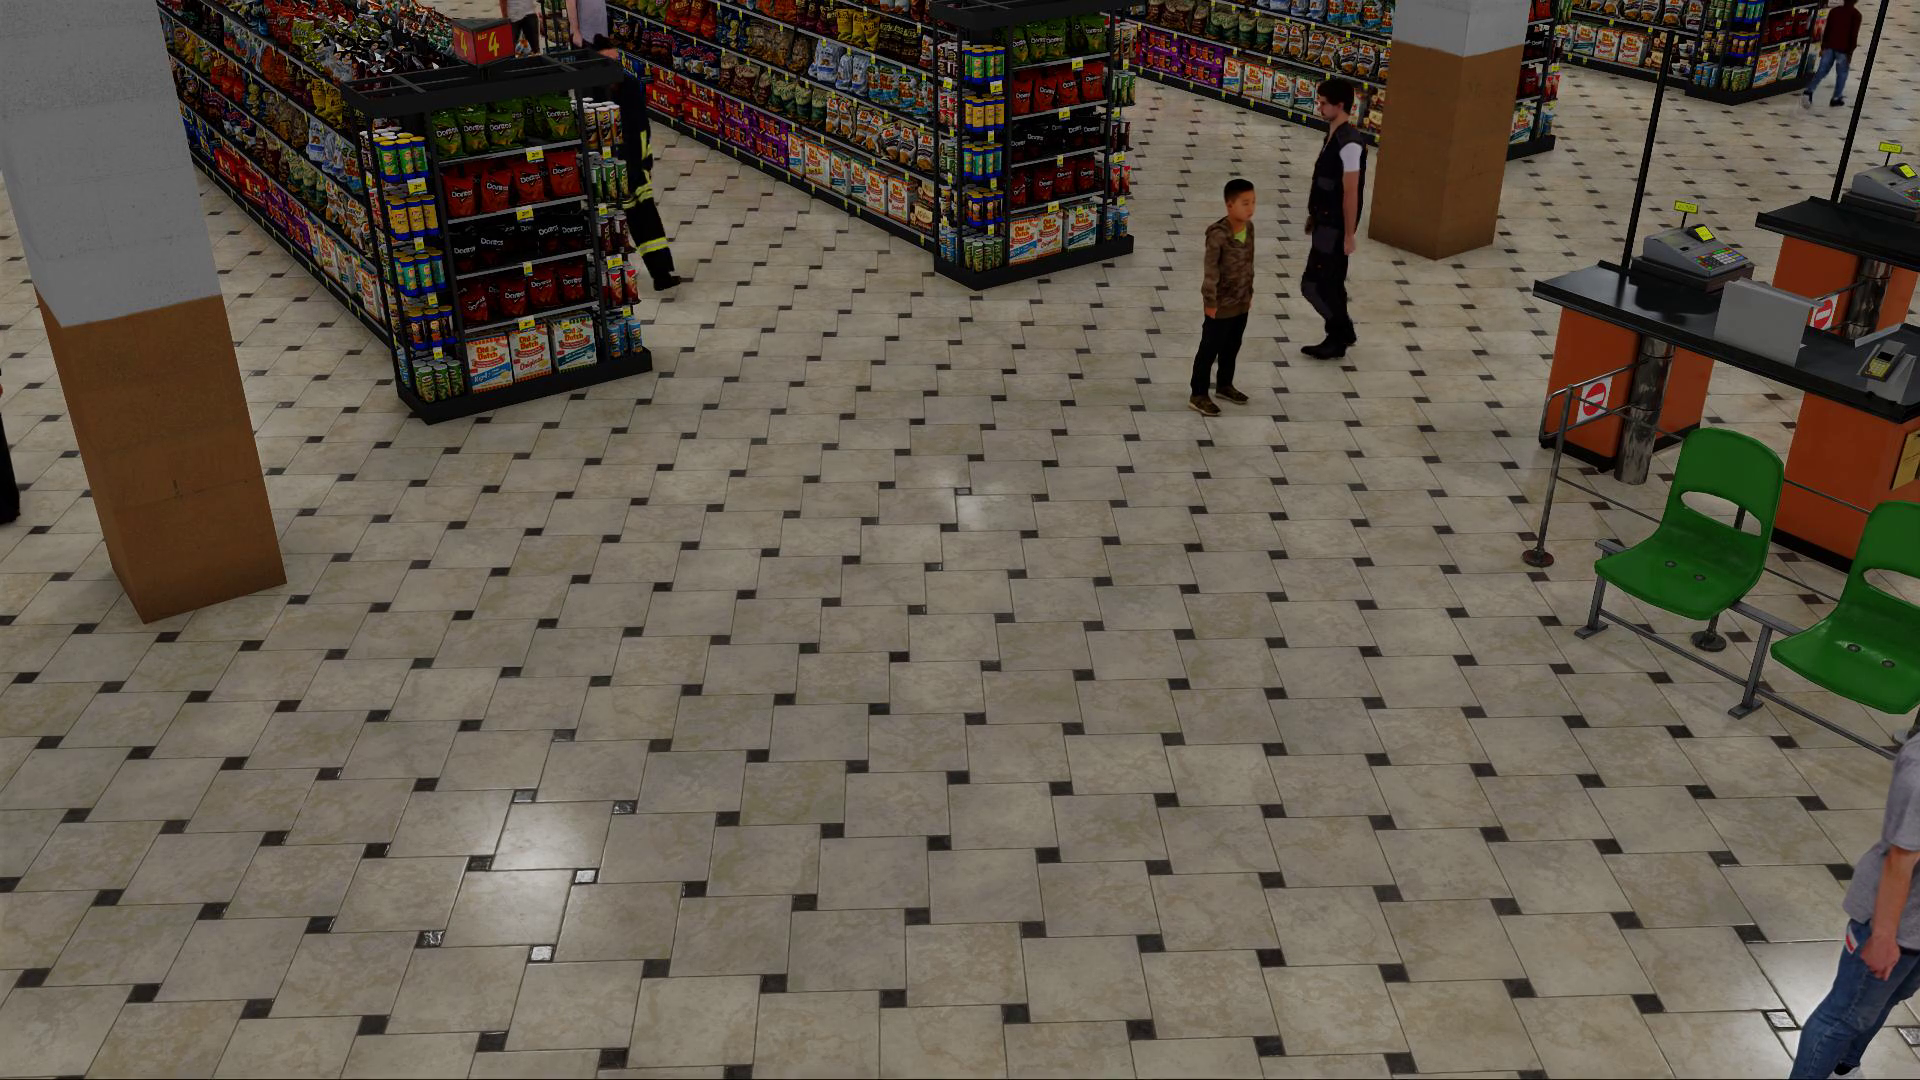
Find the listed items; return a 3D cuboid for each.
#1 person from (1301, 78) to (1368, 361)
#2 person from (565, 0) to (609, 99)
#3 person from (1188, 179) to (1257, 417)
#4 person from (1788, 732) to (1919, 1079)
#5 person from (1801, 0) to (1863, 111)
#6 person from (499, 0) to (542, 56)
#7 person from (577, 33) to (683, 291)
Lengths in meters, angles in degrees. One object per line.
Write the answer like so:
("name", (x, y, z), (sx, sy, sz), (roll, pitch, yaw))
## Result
("person", (2.523, -2.044, 10.774), (0.879, 1.828, 0.789), (-1, 29, -1))
("person", (-3.571, -4.888, 15.971), (0.785, 1.838, 0.758), (9, 30, 16))
("person", (1.622, -1.491, 10.154), (0.587, 1.452, 0.574), (-23, 36, -35))
("person", (2.877, 1.065, 5.018), (0.665, 1.886, 0.532), (-19, 34, -31))
("person", (8.756, -4.916, 16.650), (0.564, 1.238, 0.765), (-19, 34, -31))
("person", (-4.586, -5.390, 17.132), (0.607, 1.608, 1.090), (-20, 34, -32))
("person", (-2.500, -2.700, 11.968), (0.805, 1.833, 1.071), (-21, 35, -33))
